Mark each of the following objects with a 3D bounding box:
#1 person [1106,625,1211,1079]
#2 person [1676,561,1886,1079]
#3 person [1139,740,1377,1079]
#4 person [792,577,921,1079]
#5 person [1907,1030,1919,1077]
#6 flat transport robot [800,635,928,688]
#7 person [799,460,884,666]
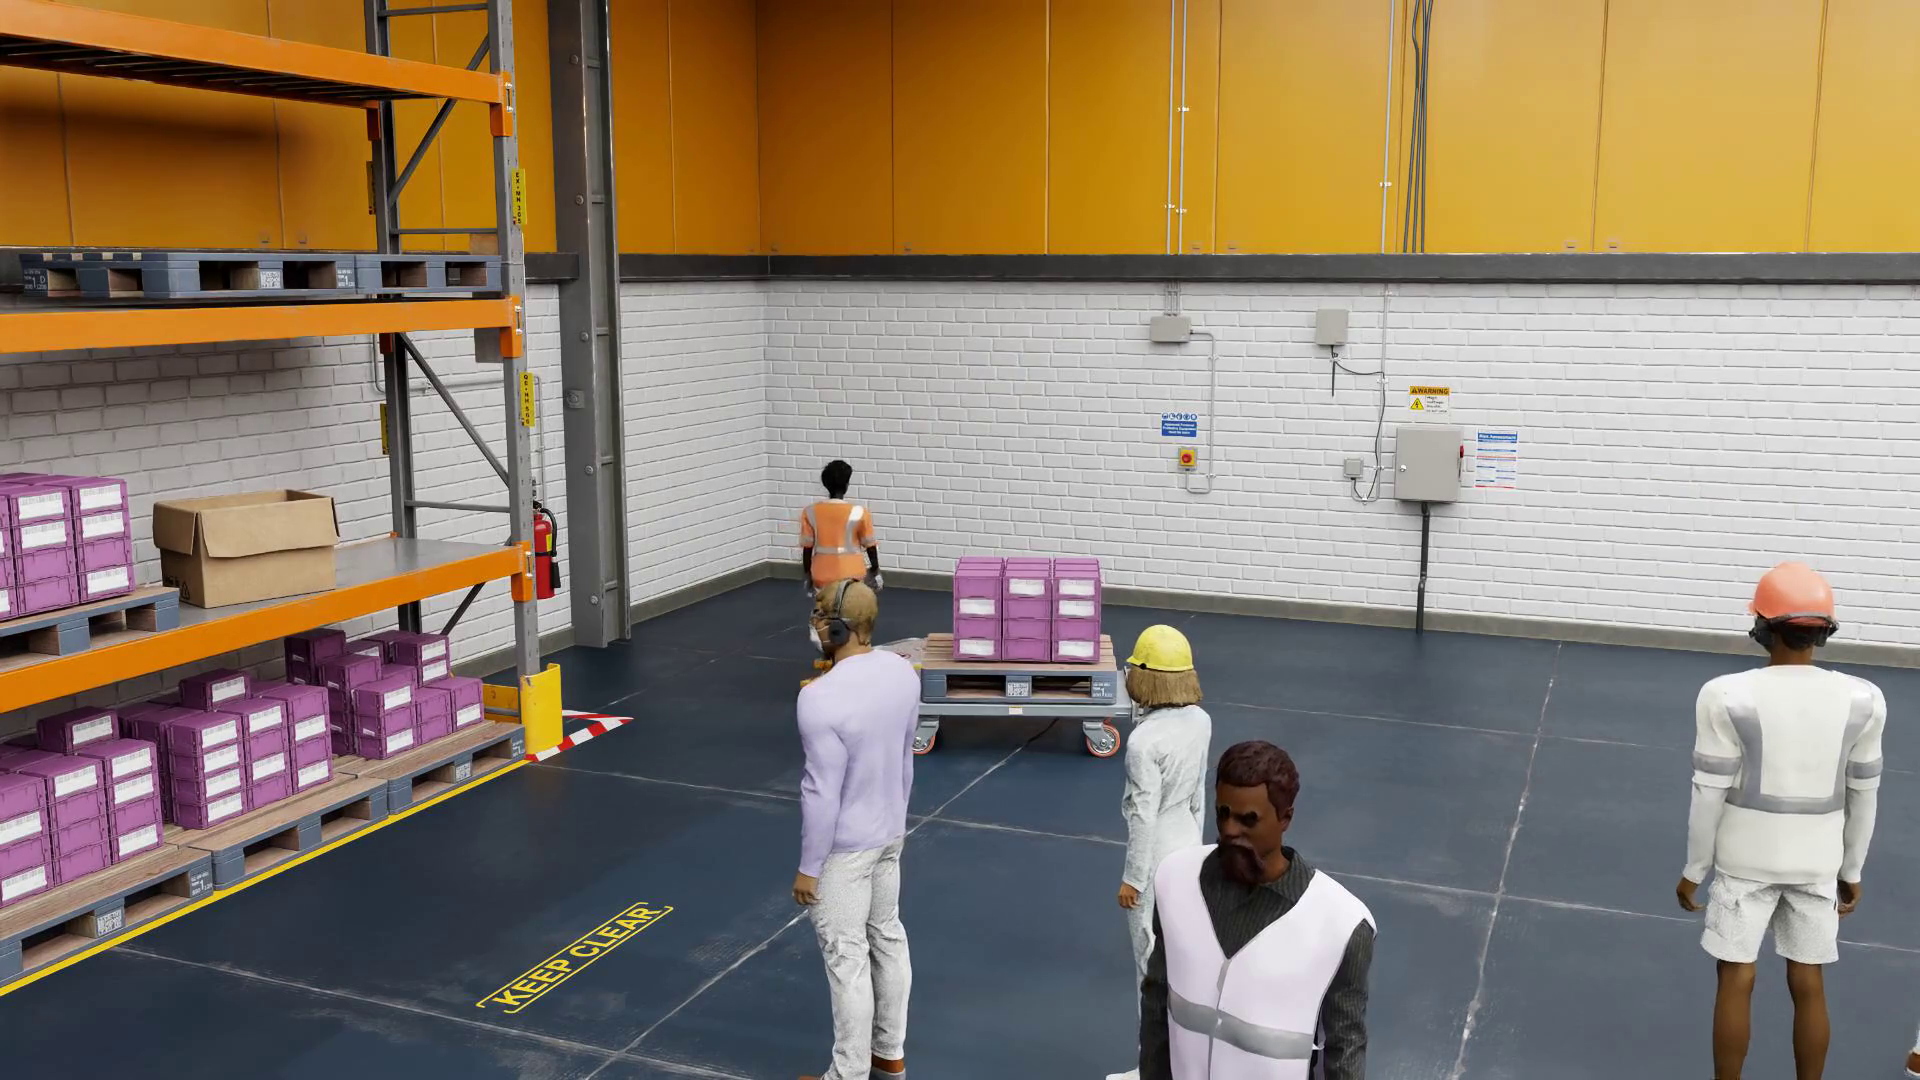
[{"bbox_3d":[0.728,1.168,6.102,0.298,1.743,0.493,7,12,36],"label":"person"},{"bbox_3d":[2.784,1.087,5.703,0.623,2.040,0.393,1,9,5],"label":"person"},{"bbox_3d":[0.704,1.414,4.080,0.593,1.921,0.392,7,12,36],"label":"person"},{"bbox_3d":[-0.385,1.087,6.003,0.363,1.939,0.636,5,11,30],"label":"person"},{"bbox_3d":[3.771,1.147,5.964,0.400,1.839,0.529,-2,10,-12],"label":"person"},{"bbox_3d":[-0.414,0.919,12.067,0.652,0.197,1.431,9,13,42],"label":"flat transport robot"},{"bbox_3d":[-0.811,0.262,11.821,0.544,1.675,0.696,3,10,19],"label":"person"}]
